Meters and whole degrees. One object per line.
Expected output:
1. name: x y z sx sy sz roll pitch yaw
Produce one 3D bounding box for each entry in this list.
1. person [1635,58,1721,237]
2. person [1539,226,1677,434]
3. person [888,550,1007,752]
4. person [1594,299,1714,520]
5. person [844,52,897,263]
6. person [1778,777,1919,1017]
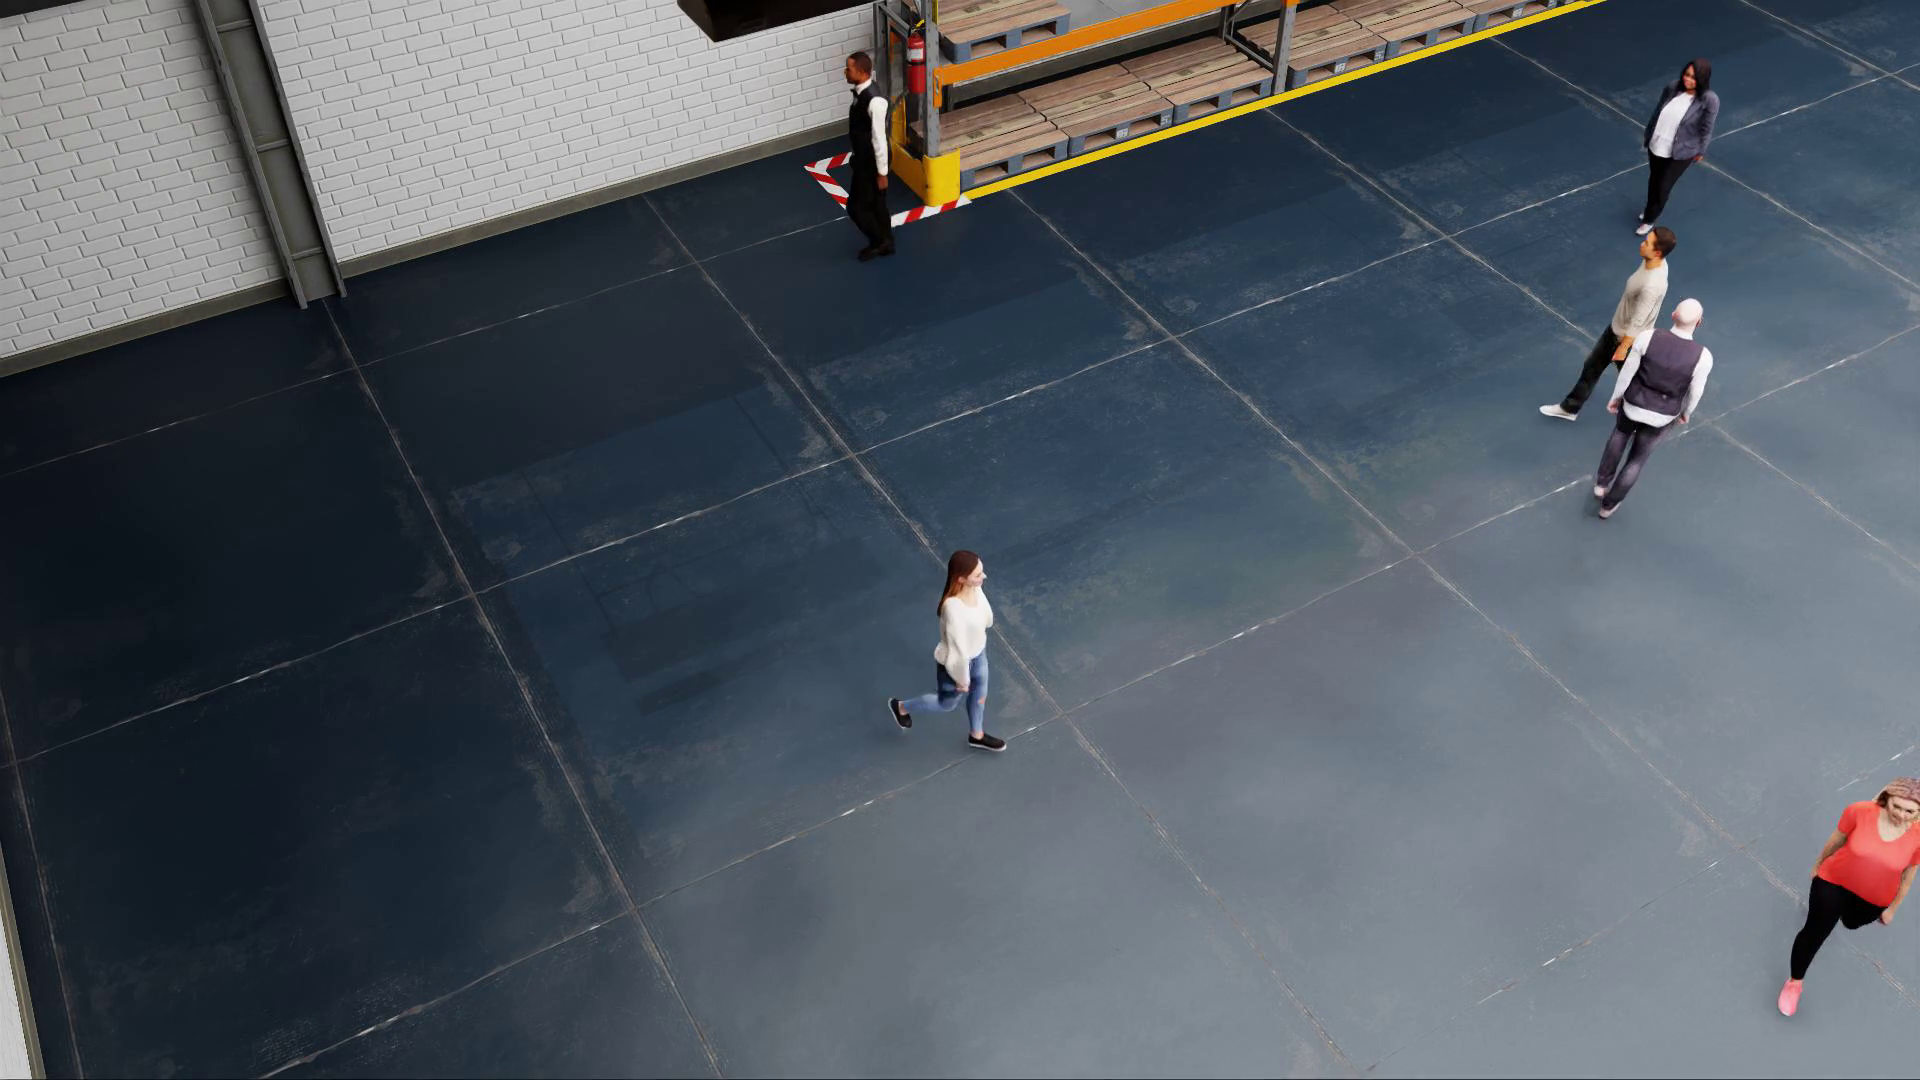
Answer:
1. person: 6.294 -3.480 14.576 0.781 1.580 0.727 -27 50 -26
2. person: 5.069 -1.503 12.358 1.212 1.777 1.133 9 44 10
3. person: -0.074 0.704 10.118 1.034 1.670 1.028 15 46 15
4. person: 4.795 -0.843 11.646 0.817 1.803 0.820 24 49 23
5. person: -0.659 -3.241 14.091 0.775 1.903 0.792 -12 45 -12
6. person: 4.837 1.812 8.958 0.966 1.666 1.188 22 48 21
